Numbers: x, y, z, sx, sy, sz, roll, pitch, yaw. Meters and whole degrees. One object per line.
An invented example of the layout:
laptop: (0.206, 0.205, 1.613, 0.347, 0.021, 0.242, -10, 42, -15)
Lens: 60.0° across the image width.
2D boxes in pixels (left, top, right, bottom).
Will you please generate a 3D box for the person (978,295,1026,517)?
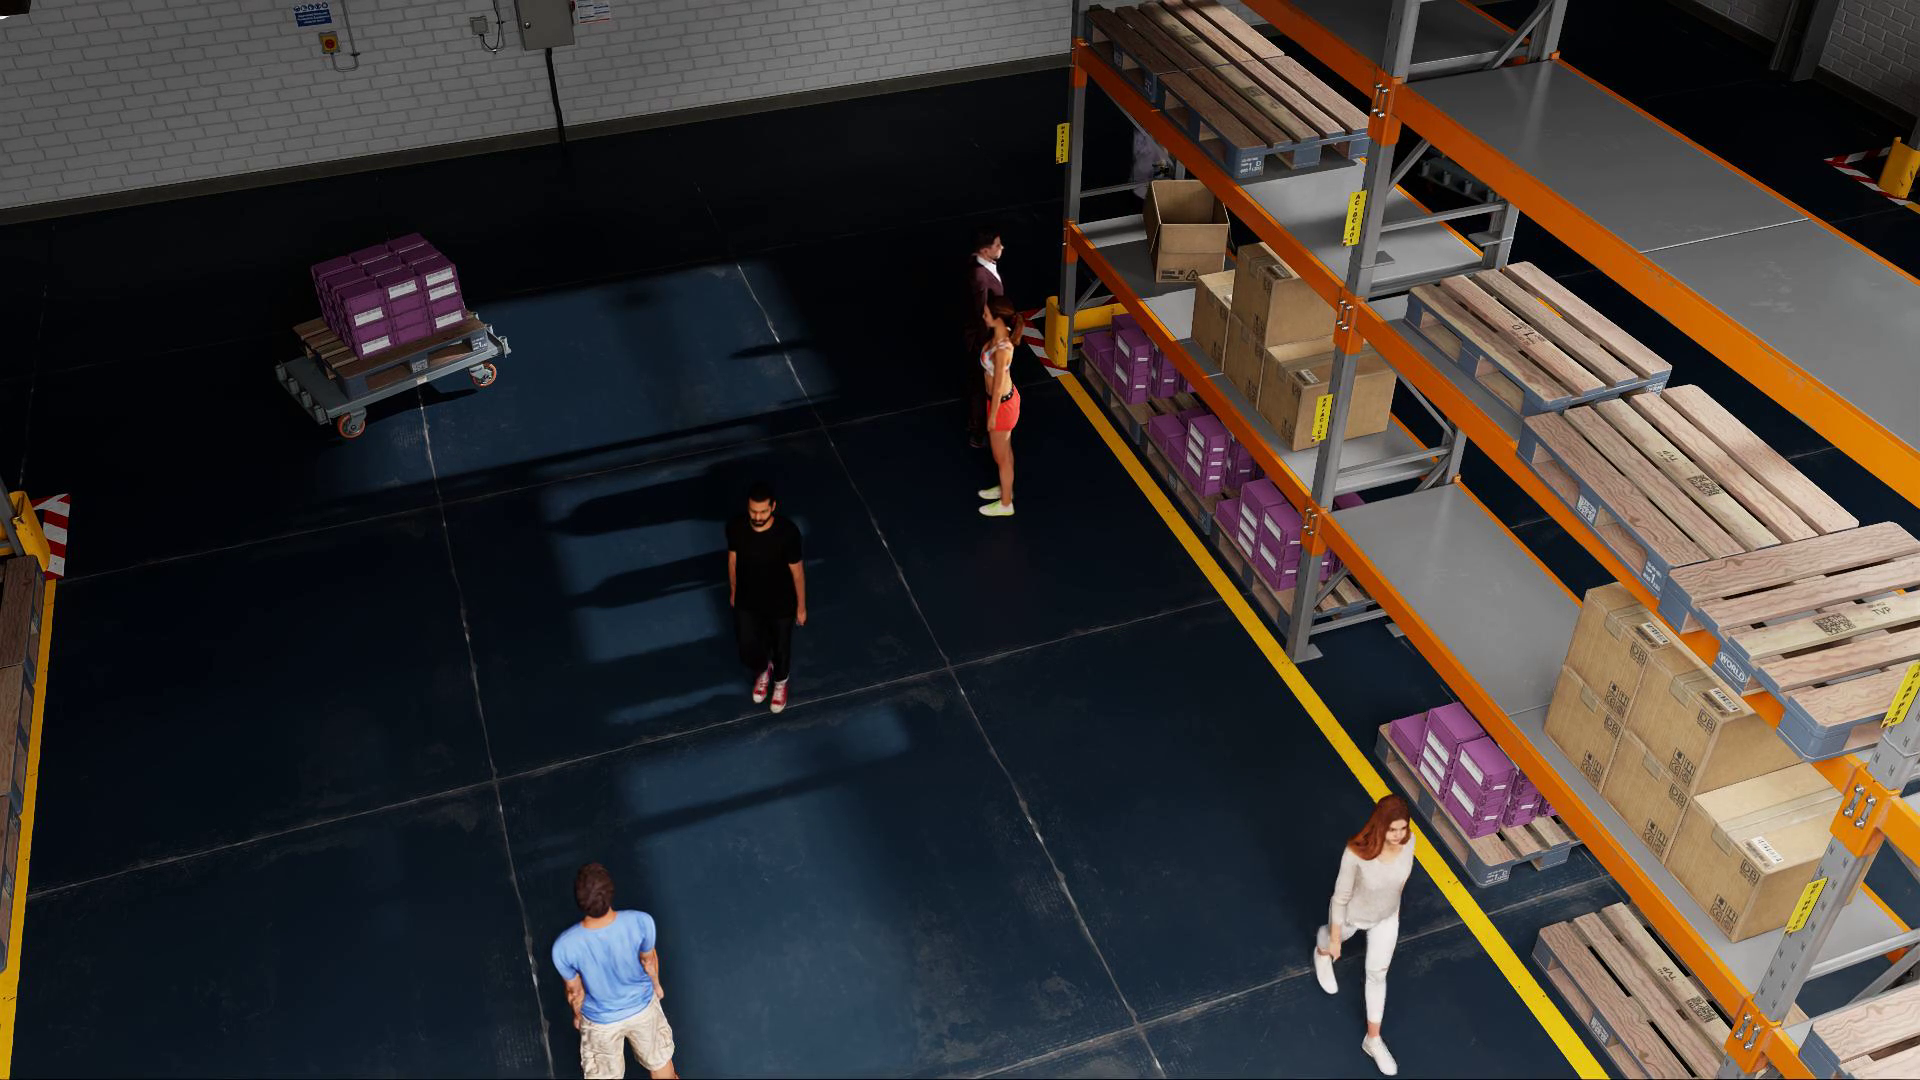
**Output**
person: (0.307, -0.966, 11.974, 0.710, 1.789, 0.612, 3, 39, 4)

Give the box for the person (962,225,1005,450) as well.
person: (0.171, -1.558, 12.655, 0.802, 1.864, 0.607, -4, 39, -5)

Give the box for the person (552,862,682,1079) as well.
person: (-1.626, 2.215, 7.930, 0.661, 1.864, 0.585, -16, 41, -19)

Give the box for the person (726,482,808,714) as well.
person: (-1.199, 0.305, 10.415, 0.764, 1.748, 0.769, 4, 39, 5)

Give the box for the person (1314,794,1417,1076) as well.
person: (2.036, 1.851, 8.549, 0.703, 1.661, 1.110, -8, 39, -10)
